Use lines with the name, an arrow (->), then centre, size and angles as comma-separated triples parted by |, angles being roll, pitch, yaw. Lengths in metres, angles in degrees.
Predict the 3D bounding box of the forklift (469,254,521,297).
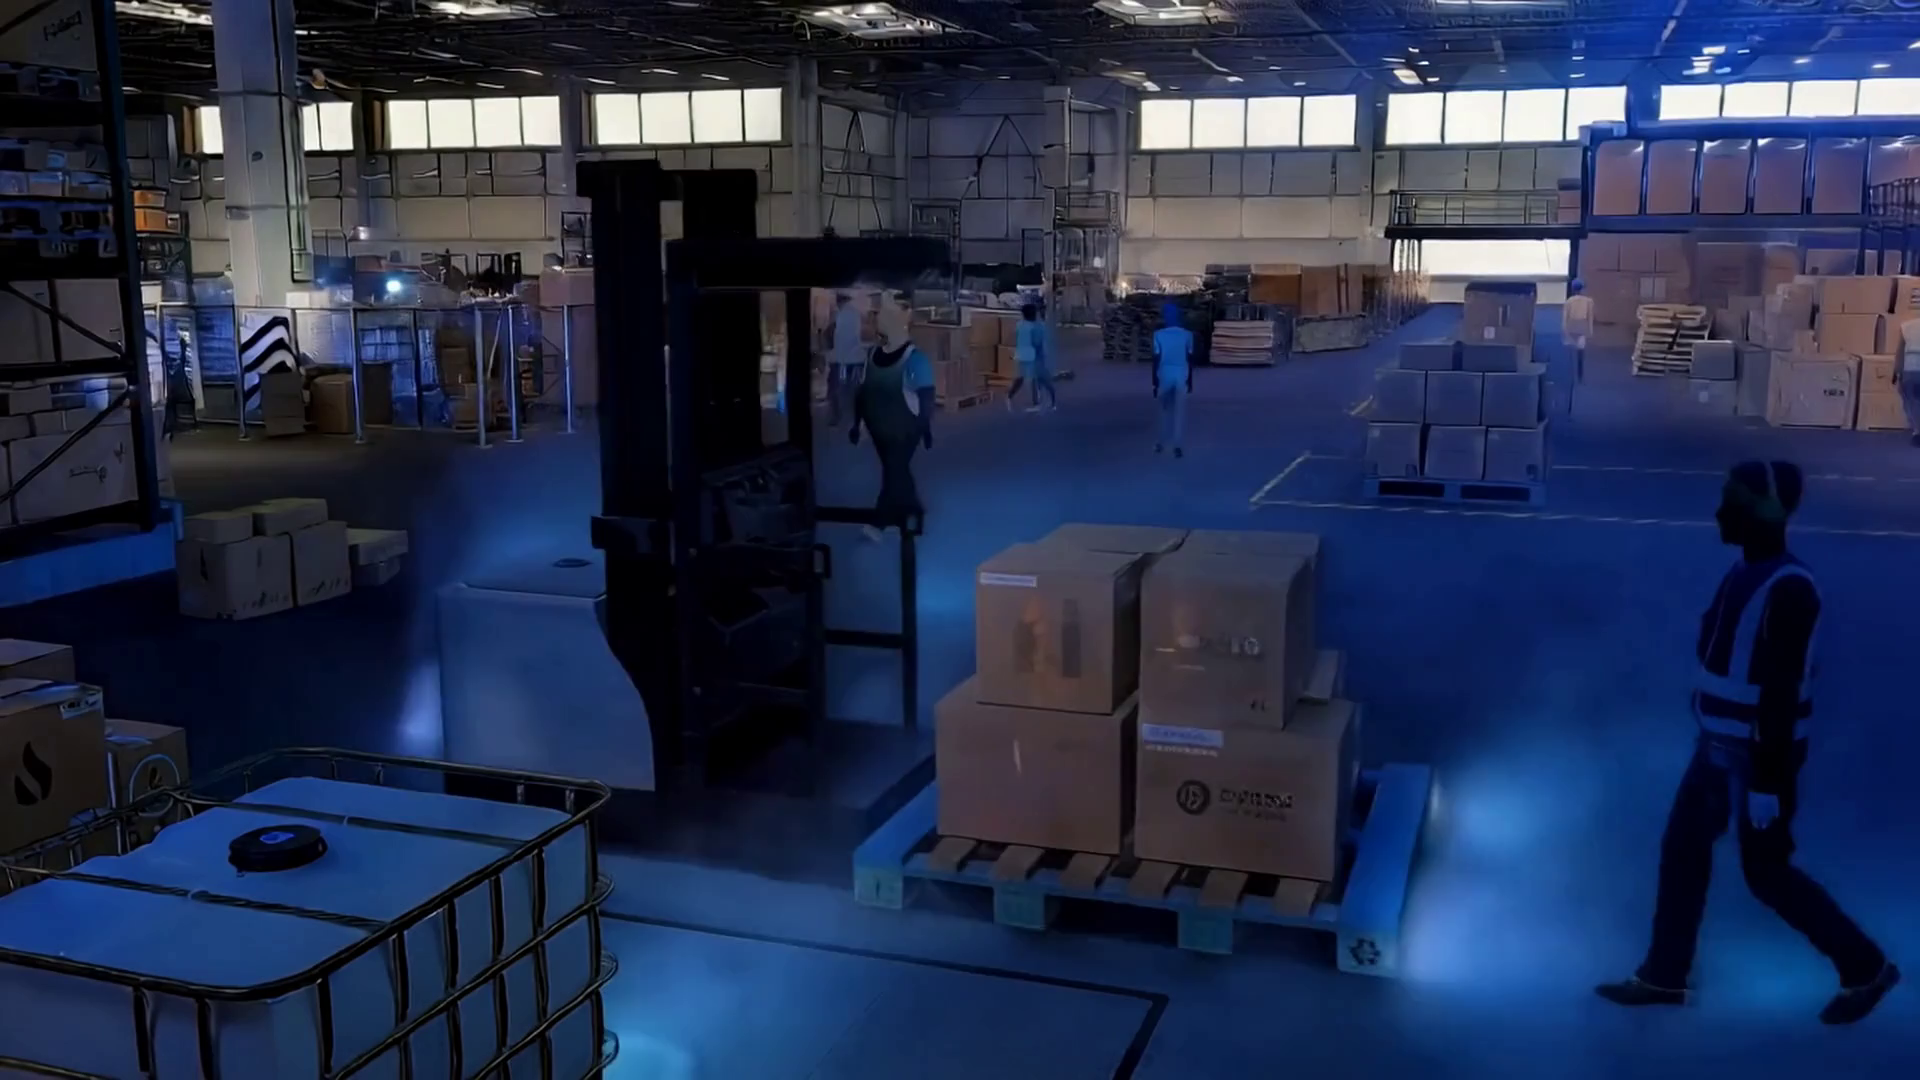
forklift -> -17.990, -10.121, 64.684 | 1.157, 1.987, 2.680 | 3, 11, 17

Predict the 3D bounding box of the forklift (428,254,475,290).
forklift -> -20.133, -10.254, 65.465 | 1.157, 1.987, 2.680 | 3, 11, 19

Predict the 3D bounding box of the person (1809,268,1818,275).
person -> 24.167, -6.842, 47.510 | 0.758, 1.863, 0.584 | 3, 11, 18

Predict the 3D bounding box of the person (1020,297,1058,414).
person -> 1.194, -2.753, 24.819 | 0.536, 1.733, 0.672 | 8, 13, 37

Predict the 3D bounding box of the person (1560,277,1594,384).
person -> 10.958, -3.695, 29.568 | 0.574, 1.925, 0.457 | 1, 10, 5

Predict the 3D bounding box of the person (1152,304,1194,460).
person -> 2.509, -1.860, 19.562 | 0.534, 1.816, 0.997 | 0, 10, 1

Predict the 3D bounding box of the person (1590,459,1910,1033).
person -> 2.556, 0.662, 5.250 | 0.884, 1.855, 0.584 | 1, 10, 8

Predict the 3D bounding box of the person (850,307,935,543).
person -> -0.603, -1.021, 14.188 | 0.692, 2.000, 1.067 | 8, 13, 40

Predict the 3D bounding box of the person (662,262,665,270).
person -> -11.211, -9.509, 62.546 | 0.646, 1.857, 1.004 | -6, 12, -32

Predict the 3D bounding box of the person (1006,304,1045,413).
person -> 0.970, -2.707, 24.688 | 0.545, 1.679, 0.677 | 8, 13, 36

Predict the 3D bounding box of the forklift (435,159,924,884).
forklift -> -1.183, -0.167, 7.012 | 1.873, 2.768, 1.129 | 3, 11, 19

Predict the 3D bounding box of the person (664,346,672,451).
person -> -2.521, -1.123, 15.059 | 0.609, 1.935, 0.800 | 2, 10, 11

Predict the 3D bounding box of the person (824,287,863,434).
person -> -1.550, -2.360, 21.899 | 0.644, 1.973, 0.655 | -6, 12, -29

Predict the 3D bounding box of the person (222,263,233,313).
person -> -26.541, -9.117, 60.365 | 0.403, 1.833, 0.586 | 3, 11, 18

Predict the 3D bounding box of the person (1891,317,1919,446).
person -> 11.922, -2.082, 20.600 | 0.611, 1.888, 0.681 | 3, 11, 17
